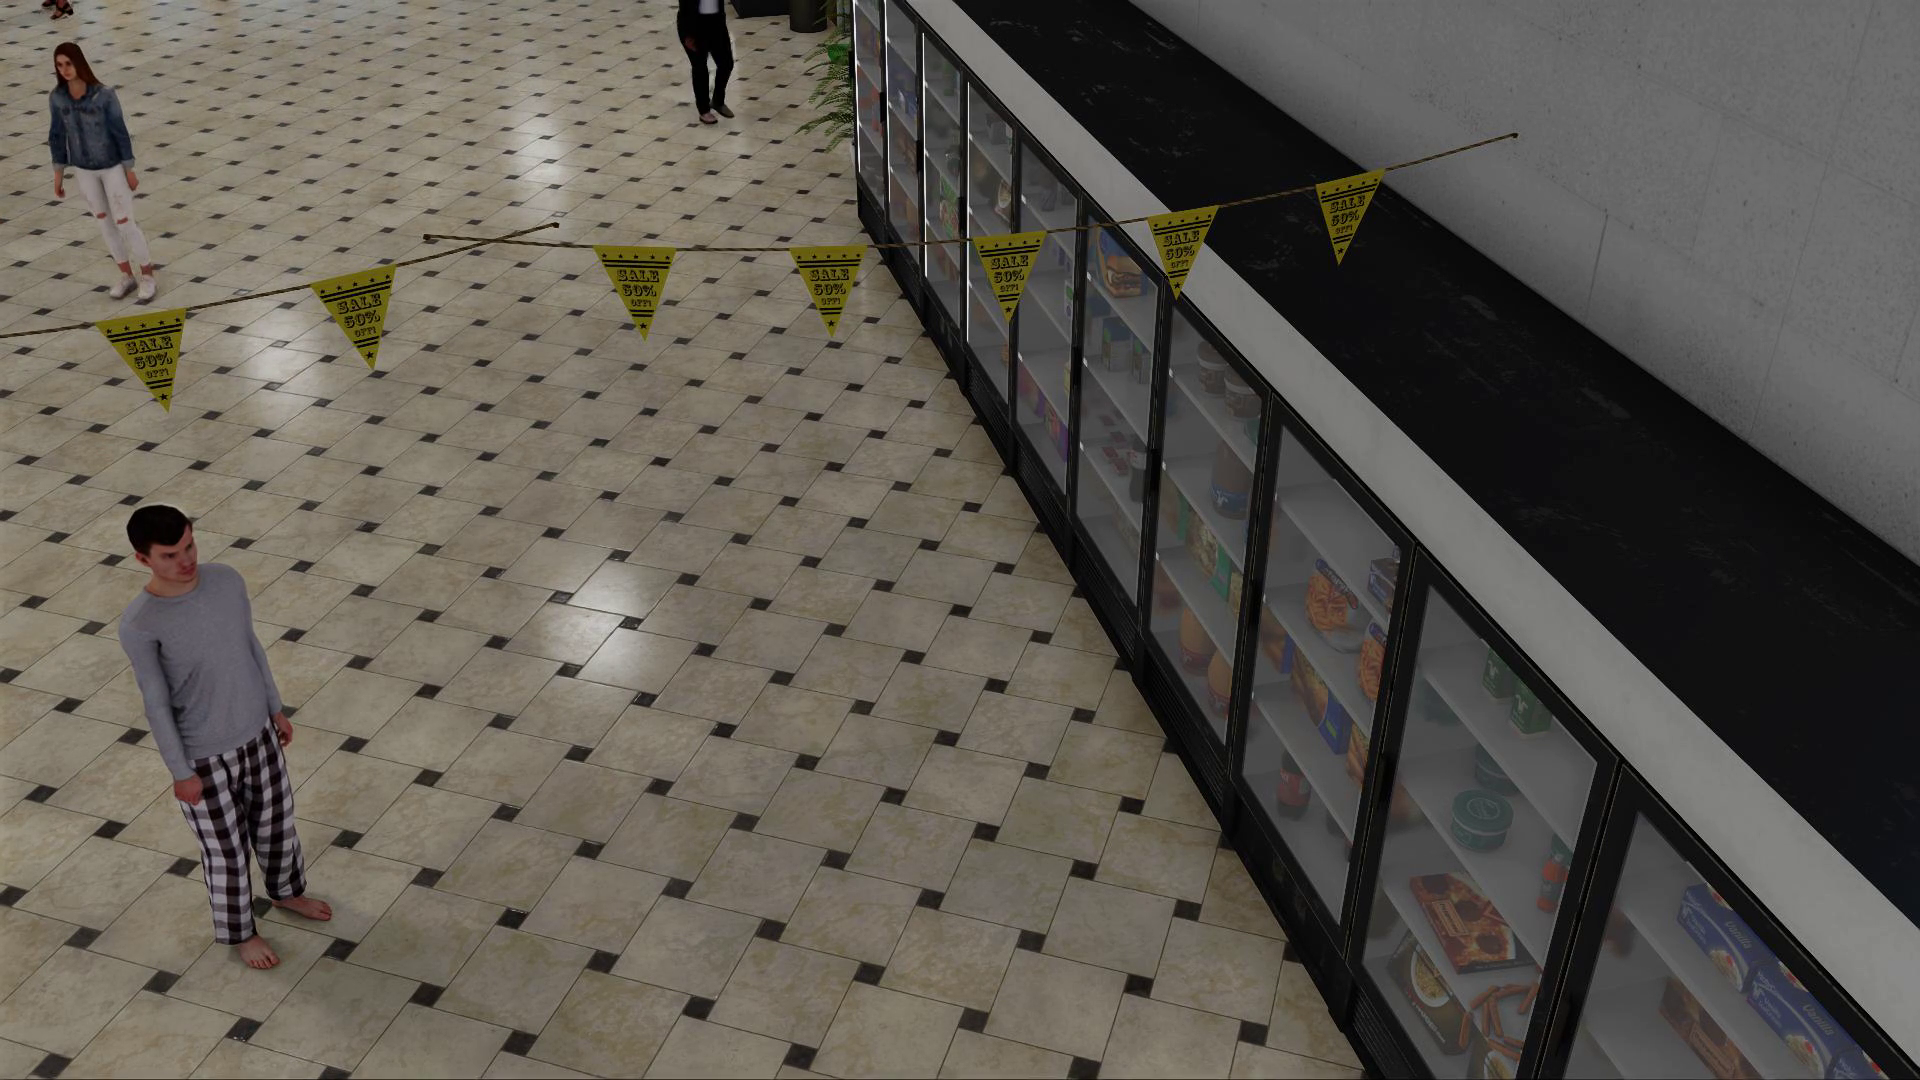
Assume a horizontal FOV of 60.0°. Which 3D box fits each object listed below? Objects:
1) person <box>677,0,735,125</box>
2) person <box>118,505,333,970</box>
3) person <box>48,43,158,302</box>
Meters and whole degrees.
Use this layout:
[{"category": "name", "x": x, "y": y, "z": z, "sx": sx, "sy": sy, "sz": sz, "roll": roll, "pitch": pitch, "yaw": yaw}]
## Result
[{"category": "person", "x": -2.228, "y": -4.345, "z": 14.111, "sx": 0.706, "sy": 1.607, "sz": 0.816, "roll": -25, "pitch": 40, "yaw": -34}, {"category": "person", "x": -2.586, "y": 0.678, "z": 5.811, "sx": 0.752, "sy": 1.847, "sz": 0.694, "roll": 17, "pitch": 36, "yaw": 25}, {"category": "person", "x": -5.656, "y": -2.453, "z": 10.989, "sx": 0.653, "sy": 1.693, "sz": 0.770, "roll": 1, "pitch": 32, "yaw": 1}]
